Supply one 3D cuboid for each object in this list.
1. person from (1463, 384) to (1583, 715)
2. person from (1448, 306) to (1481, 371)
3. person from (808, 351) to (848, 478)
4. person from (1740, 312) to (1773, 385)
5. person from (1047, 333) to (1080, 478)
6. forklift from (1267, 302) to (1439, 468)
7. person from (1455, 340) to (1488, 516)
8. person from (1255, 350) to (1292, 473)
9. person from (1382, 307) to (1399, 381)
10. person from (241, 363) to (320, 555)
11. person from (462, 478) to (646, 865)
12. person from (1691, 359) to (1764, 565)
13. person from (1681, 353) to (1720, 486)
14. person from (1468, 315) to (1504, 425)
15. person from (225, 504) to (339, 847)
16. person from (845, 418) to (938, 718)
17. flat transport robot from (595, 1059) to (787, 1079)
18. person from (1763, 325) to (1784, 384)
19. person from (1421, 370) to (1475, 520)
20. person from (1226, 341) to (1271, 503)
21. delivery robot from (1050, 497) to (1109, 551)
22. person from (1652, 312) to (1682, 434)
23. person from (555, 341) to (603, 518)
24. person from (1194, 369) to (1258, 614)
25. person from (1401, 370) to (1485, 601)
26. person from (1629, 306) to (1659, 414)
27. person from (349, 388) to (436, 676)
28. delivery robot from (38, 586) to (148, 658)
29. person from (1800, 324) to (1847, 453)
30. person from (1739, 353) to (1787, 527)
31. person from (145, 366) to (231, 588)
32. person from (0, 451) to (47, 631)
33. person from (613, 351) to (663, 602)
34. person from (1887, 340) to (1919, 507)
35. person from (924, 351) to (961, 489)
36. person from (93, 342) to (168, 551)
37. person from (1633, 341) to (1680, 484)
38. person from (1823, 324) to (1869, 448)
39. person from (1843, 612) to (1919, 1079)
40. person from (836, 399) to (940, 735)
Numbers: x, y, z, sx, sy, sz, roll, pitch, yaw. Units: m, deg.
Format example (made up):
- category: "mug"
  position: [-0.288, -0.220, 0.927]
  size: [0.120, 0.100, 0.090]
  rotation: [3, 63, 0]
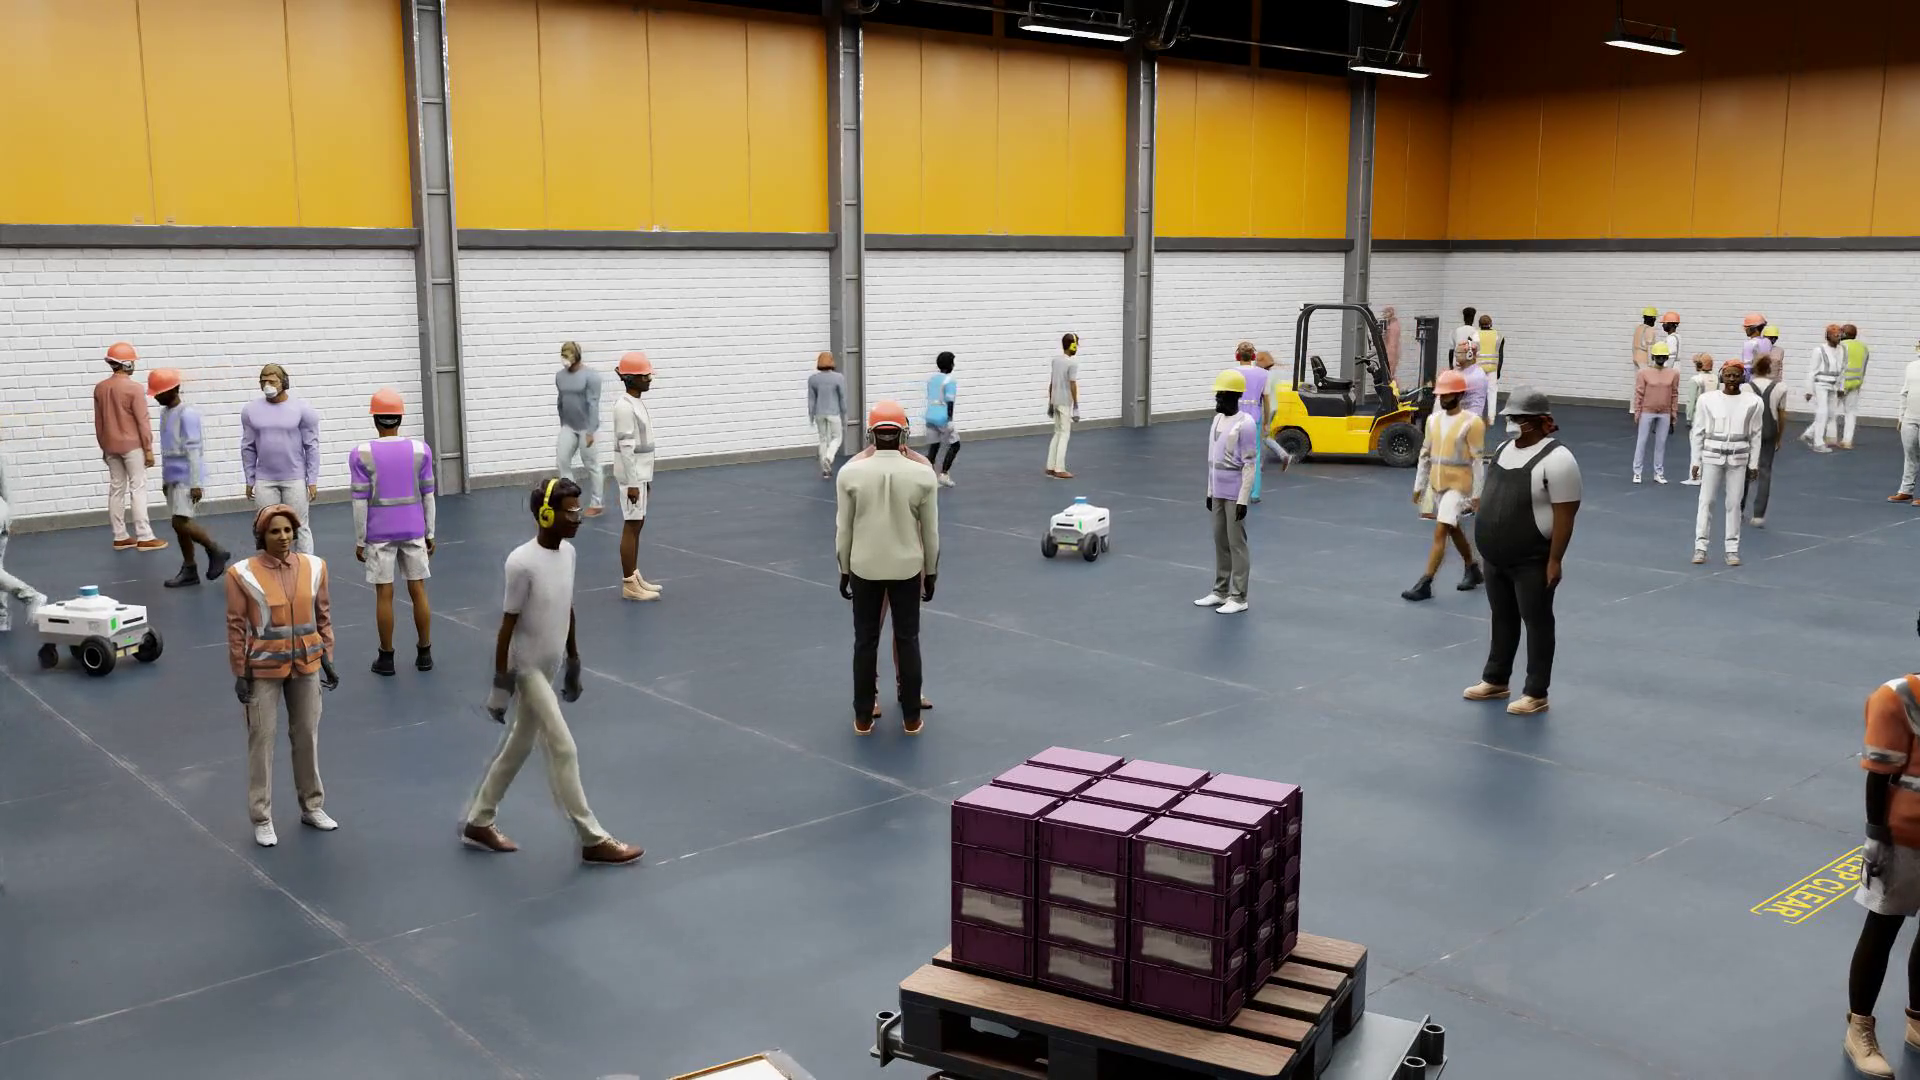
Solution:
- category: "person"
  position: [3.446, 0.051, 10.285]
  size: [0.536, 2.000, 0.678]
  rotation: [-4, 10, -21]
- category: "person"
  position: [8.569, -2.960, 28.135]
  size: [0.613, 1.962, 0.366]
  rotation: [6, 11, 32]
- category: "person"
  position: [-1.687, -1.577, 21.022]
  size: [0.518, 1.618, 0.457]
  rotation: [3, 10, 15]
- category: "person"
  position: [10.956, -2.130, 23.046]
  size: [0.608, 2.044, 0.371]
  rotation: [-8, 13, -40]
- category: "person"
  position: [1.336, -1.706, 21.149]
  size: [0.394, 1.849, 0.546]
  rotation: [-5, 11, -28]
- category: "forklift"
  position: [5.320, -2.157, 22.763]
  size: [2.313, 2.155, 1.214]
  rotation: [3, 10, 16]
- category: "person"
  position: [5.475, -1.222, 18.134]
  size: [0.410, 1.909, 0.642]
  rotation: [-1, 10, -5]
- category: "person"
  position: [4.020, -1.644, 21.491]
  size: [0.654, 1.608, 0.502]
  rotation: [8, 12, 38]
- category: "person"
  position: [8.051, -3.432, 31.194]
  size: [0.471, 1.870, 0.776]
  rotation: [1, 10, 8]
- category: "person"
  position: [-5.610, -0.489, 13.751]
  size: [0.631, 1.939, 0.370]
  rotation: [-1, 10, -3]
- category: "person"
  position: [-1.955, 0.609, 7.726]
  size: [0.955, 1.822, 0.541]
  rotation: [2, 10, 12]
- category: "person"
  position: [6.996, -0.708, 15.194]
  size: [0.582, 1.881, 0.348]
  rotation: [4, 10, 20]
- category: "person"
  position: [9.131, -1.480, 20.461]
  size: [0.516, 1.629, 0.319]
  rotation: [-5, 11, -26]
- category: "person"
  position: [8.737, -2.831, 27.757]
  size: [0.620, 1.840, 0.430]
  rotation: [0, 10, 0]
- category: "person"
  position: [-3.265, 0.635, 8.035]
  size: [0.310, 1.642, 0.514]
  rotation: [9, 13, 43]
- category: "person"
  position: [-0.415, 0.124, 10.249]
  size: [0.643, 1.909, 0.410]
  rotation: [-6, 11, -32]
- category: "flat transport robot"
  position: [-0.558, 1.868, 4.821]
  size: [0.652, 0.197, 1.431]
  rotation: [-6, 11, -32]
- category: "person"
  position: [12.325, -2.391, 25.391]
  size: [0.533, 1.767, 0.326]
  rotation: [-1, 10, -9]
- category: "person"
  position: [5.286, -0.999, 17.732]
  size: [0.728, 1.603, 0.507]
  rotation: [0, 10, 0]
- category: "person"
  position: [3.238, -1.328, 18.919]
  size: [0.567, 1.849, 0.386]
  rotation: [1, 10, 4]
- category: "delivery robot"
  position: [1.130, -0.162, 15.601]
  size: [0.477, 0.478, 0.707]
  rotation: [5, 11, 27]
- category: "person"
  position: [11.219, -2.641, 26.350]
  size: [0.358, 1.938, 0.542]
  rotation: [5, 11, 29]
- category: "person"
  position: [-4.110, -1.155, 17.720]
  size: [0.659, 1.910, 0.746]
  rotation: [5, 11, 27]
- category: "person"
  position: [2.122, -0.385, 13.165]
  size: [0.363, 1.930, 0.588]
  rotation: [-4, 10, -21]
- category: "person"
  position: [4.064, -0.466, 13.780]
  size: [1.006, 1.889, 0.564]
  rotation: [-6, 11, -31]
- category: "person"
  position: [12.130, -3.170, 29.487]
  size: [0.384, 1.924, 0.589]
  rotation: [-1, 10, -5]
- category: "person"
  position: [-3.809, -0.053, 11.199]
  size: [0.545, 1.938, 0.355]
  rotation: [-6, 11, -31]
- category: "delivery robot"
  position: [-5.941, 0.558, 11.390]
  size: [0.707, 0.478, 0.477]
  rotation: [3, 10, 18]
- category: "person"
  position: [12.413, -2.193, 23.972]
  size: [0.604, 1.861, 0.631]
  rotation: [-4, 10, -21]
- category: "person"
  position: [8.402, -1.060, 17.524]
  size: [0.508, 1.795, 0.984]
  rotation: [3, 10, 18]
- category: "person"
  position: [-6.544, -0.519, 14.027]
  size: [0.640, 1.900, 0.550]
  rotation: [8, 13, 39]
- category: "person"
  position: [-7.160, -0.145, 12.358]
  size: [0.609, 1.721, 0.504]
  rotation: [0, 10, 1]
- category: "person"
  position: [-2.641, -0.523, 13.638]
  size: [0.377, 2.045, 0.605]
  rotation: [-1, 10, -3]
- category: "person"
  position: [10.871, -1.349, 18.786]
  size: [0.372, 1.940, 0.630]
  rotation: [-3, 10, -19]
- category: "person"
  position: [-0.216, -1.434, 20.032]
  size: [0.464, 1.670, 0.590]
  rotation: [-6, 12, -33]
- category: "person"
  position: [-7.969, -0.889, 15.921]
  size: [0.611, 1.996, 0.387]
  rotation: [4, 10, 20]
- category: "person"
  position: [8.615, -1.569, 20.577]
  size: [0.532, 1.767, 0.328]
  rotation: [1, 10, 5]
- category: "person"
  position: [13.001, -2.264, 24.489]
  size: [0.657, 1.821, 0.575]
  rotation: [-2, 10, -11]
- category: "person"
  position: [3.312, 1.010, 5.675]
  size: [0.540, 1.695, 0.317]
  rotation: [-2, 10, -10]
- category: "person"
  position: [-0.424, 0.166, 9.797]
  size: [0.607, 1.987, 0.412]
  rotation: [-1, 10, -6]
